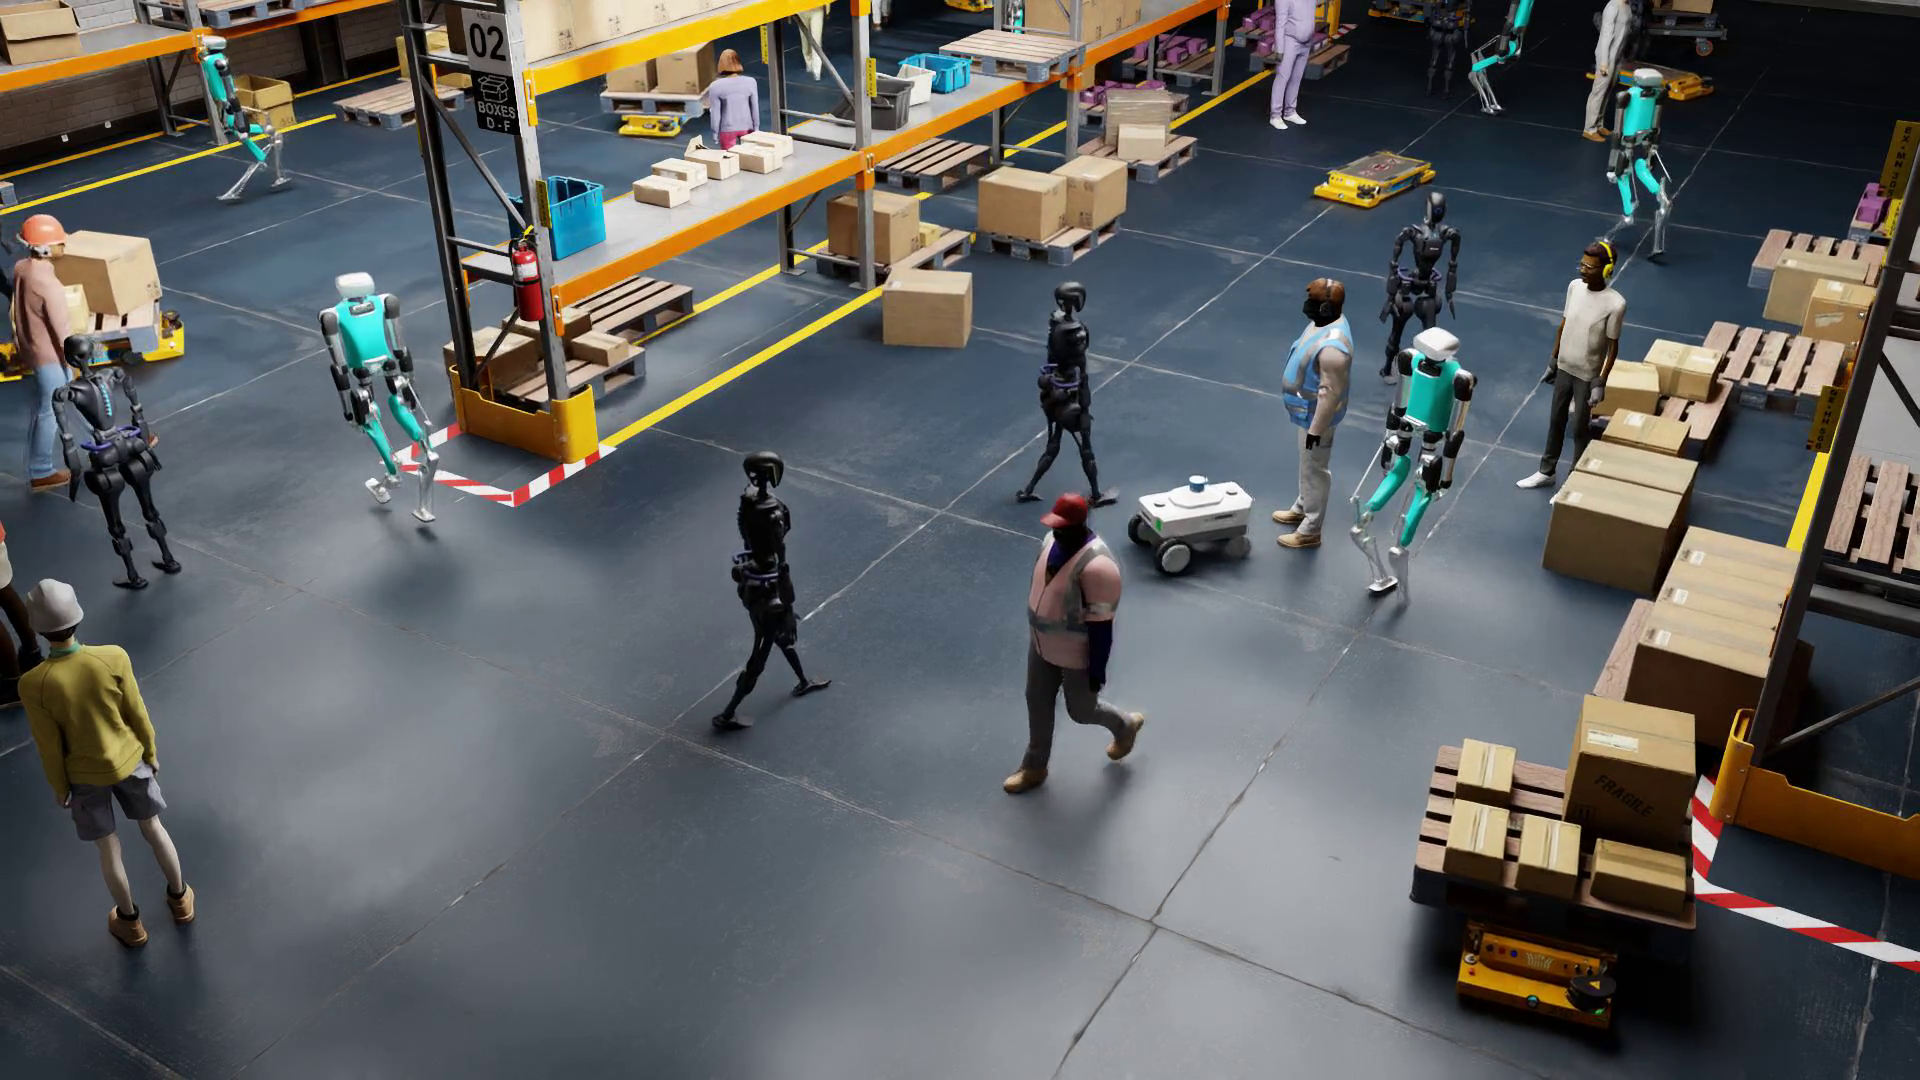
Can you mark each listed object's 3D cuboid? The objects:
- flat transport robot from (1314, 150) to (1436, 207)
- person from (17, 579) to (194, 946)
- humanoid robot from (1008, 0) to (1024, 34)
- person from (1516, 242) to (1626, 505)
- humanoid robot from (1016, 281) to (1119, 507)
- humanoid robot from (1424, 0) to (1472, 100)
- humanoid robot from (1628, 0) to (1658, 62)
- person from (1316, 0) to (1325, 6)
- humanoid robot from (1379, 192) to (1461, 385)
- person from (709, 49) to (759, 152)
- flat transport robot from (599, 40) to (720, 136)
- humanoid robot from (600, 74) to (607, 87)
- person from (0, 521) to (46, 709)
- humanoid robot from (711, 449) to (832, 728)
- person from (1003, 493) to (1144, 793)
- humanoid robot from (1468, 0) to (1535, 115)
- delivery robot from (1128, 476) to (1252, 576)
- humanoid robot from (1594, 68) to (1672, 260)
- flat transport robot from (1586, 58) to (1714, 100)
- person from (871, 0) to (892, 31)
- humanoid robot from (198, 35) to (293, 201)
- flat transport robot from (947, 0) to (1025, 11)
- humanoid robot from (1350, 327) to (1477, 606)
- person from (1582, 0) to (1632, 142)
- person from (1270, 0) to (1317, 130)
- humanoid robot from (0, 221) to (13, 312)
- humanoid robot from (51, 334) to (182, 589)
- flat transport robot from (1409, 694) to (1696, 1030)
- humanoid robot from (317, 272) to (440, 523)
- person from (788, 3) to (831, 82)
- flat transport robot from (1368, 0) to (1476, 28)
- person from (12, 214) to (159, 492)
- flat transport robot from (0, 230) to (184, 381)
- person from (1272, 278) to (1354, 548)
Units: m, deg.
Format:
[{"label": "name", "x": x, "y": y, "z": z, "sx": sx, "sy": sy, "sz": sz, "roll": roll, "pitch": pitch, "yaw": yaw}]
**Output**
[{"label": "flat transport robot", "x": 4.449, "y": -3.865, "z": 17.779, "sx": 0.659, "sy": 0.231, "sz": 1.431, "roll": 24, "pitch": 37, "yaw": 36}, {"label": "person", "x": -3.851, "y": 1.020, "z": 7.492, "sx": 0.470, "sy": 1.892, "sz": 0.385, "roll": -23, "pitch": 37, "yaw": -34}, {"label": "humanoid robot", "x": 0.826, "y": -6.678, "z": 21.281, "sx": 0.552, "sy": 1.777, "sz": 0.988, "roll": 6, "pitch": 30, "yaw": 10}, {"label": "person", "x": 4.195, "y": -1.130, "z": 11.321, "sx": 0.329, "sy": 1.866, "sz": 0.510, "roll": -15, "pitch": 33, "yaw": -25}, {"label": "humanoid robot", "x": 0.727, "y": -0.995, "z": 11.325, "sx": 0.638, "sy": 1.648, "sz": 0.593, "roll": -12, "pitch": 32, "yaw": -20}, {"label": "humanoid robot", "x": 6.094, "y": -6.387, "z": 20.794, "sx": 0.315, "sy": 1.657, "sz": 0.599, "roll": -24, "pitch": 37, "yaw": -36}, {"label": "humanoid robot", "x": 8.861, "y": -6.822, "z": 21.572, "sx": 0.346, "sy": 1.646, "sz": 0.589, "roll": 19, "pitch": 34, "yaw": 29}, {"label": "person", "x": 5.501, "y": -9.179, "z": 25.606, "sx": 0.772, "sy": 1.812, "sz": 0.654, "roll": 20, "pitch": 35, "yaw": 31}, {"label": "humanoid robot", "x": 3.568, "y": -1.892, "z": 12.887, "sx": 0.602, "sy": 1.625, "sz": 0.750, "roll": -4, "pitch": 30, "yaw": -6}, {"label": "person", "x": -2.282, "y": -4.156, "z": 16.914, "sx": 0.498, "sy": 1.628, "sz": 0.290, "roll": -9, "pitch": 31, "yaw": -15}, {"label": "flat transport robot", "x": -3.570, "y": -5.139, "z": 20.033, "sx": 0.659, "sy": 0.231, "sz": 1.431, "roll": 4, "pitch": 30, "yaw": 7}, {"label": "humanoid robot", "x": -4.529, "y": -6.500, "z": 21.059, "sx": 0.530, "sy": 1.889, "sz": 0.740, "roll": 22, "pitch": 36, "yaw": 34}, {"label": "person", "x": -5.498, "y": 0.023, "z": 9.191, "sx": 0.381, "sy": 1.957, "sz": 0.602, "roll": -4, "pitch": 30, "yaw": -7}, {"label": "humanoid robot", "x": -1.061, "y": 0.257, "z": 9.106, "sx": 0.789, "sy": 1.620, "sz": 0.610, "roll": -15, "pitch": 33, "yaw": -24}, {"label": "person", "x": 0.608, "y": 0.514, "z": 8.553, "sx": 0.747, "sy": 1.731, "sz": 0.608, "roll": -19, "pitch": 34, "yaw": -29}, {"label": "humanoid robot", "x": 6.422, "y": -5.970, "z": 19.874, "sx": 0.735, "sy": 1.677, "sz": 0.533, "roll": 24, "pitch": 37, "yaw": 36}, {"label": "delivery robot", "x": 1.519, "y": -0.134, "z": 10.879, "sx": 0.773, "sy": 0.586, "sz": 0.499, "roll": -9, "pitch": 31, "yaw": -16}, {"label": "humanoid robot", "x": 6.474, "y": -3.461, "z": 15.618, "sx": 0.532, "sy": 1.779, "sz": 1.020, "roll": -9, "pitch": 31, "yaw": -16}, {"label": "flat transport robot", "x": 8.904, "y": -5.954, "z": 21.474, "sx": 0.659, "sy": 0.231, "sz": 1.431, "roll": -20, "pitch": 35, "yaw": -31}, {"label": "person", "x": -1.161, "y": -8.451, "z": 24.270, "sx": 0.684, "sy": 1.873, "sz": 1.050, "roll": -2, "pitch": 30, "yaw": -3}, {"label": "humanoid robot", "x": -7.327, "y": -4.363, "z": 17.206, "sx": 1.043, "sy": 1.751, "sz": 0.543, "roll": -25, "pitch": 38, "yaw": -37}, {"label": "flat transport robot", "x": 0.554, "y": -8.463, "z": 25.913, "sx": 1.431, "sy": 0.231, "sz": 0.659, "roll": -22, "pitch": 36, "yaw": -34}, {"label": "humanoid robot", "x": 2.679, "y": -0.364, "z": 10.164, "sx": 0.686, "sy": 1.869, "sz": 0.546, "roll": -21, "pitch": 36, "yaw": -32}, {"label": "person", "x": 7.501, "y": -5.575, "z": 19.152, "sx": 0.350, "sy": 1.898, "sz": 0.568, "roll": 21, "pitch": 36, "yaw": 33}, {"label": "person", "x": 3.954, "y": -5.824, "z": 19.583, "sx": 0.651, "sy": 1.905, "sz": 0.406, "roll": -24, "pitch": 37, "yaw": -36}, {"label": "humanoid robot", "x": -8.443, "y": -2.606, "z": 14.142, "sx": 0.584, "sy": 1.639, "sz": 0.428, "roll": -14, "pitch": 32, "yaw": -24}, {"label": "humanoid robot", "x": -5.294, "y": -0.501, "z": 10.394, "sx": 0.334, "sy": 1.651, "sz": 0.589, "roll": 16, "pitch": 33, "yaw": 26}, {"label": "flat transport robot", "x": 2.789, "y": 1.701, "z": 7.933, "sx": 0.659, "sy": 0.231, "sz": 1.431, "roll": 10, "pitch": 31, "yaw": 18}, {"label": "humanoid robot", "x": -3.759, "y": -0.860, "z": 10.983, "sx": 0.533, "sy": 1.737, "sz": 1.007, "roll": -23, "pitch": 37, "yaw": -34}, {"label": "person", "x": -1.973, "y": -6.921, "z": 21.723, "sx": 0.582, "sy": 1.701, "sz": 0.910, "roll": -2, "pitch": 30, "yaw": -4}, {"label": "flat transport robot", "x": 6.910, "y": -7.882, "z": 24.884, "sx": 0.659, "sy": 0.231, "sz": 1.431, "roll": -26, "pitch": 39, "yaw": -38}, {"label": "person", "x": -6.267, "y": -1.318, "z": 11.586, "sx": 0.926, "sy": 1.929, "sz": 0.629, "roll": -23, "pitch": 37, "yaw": -35}, {"label": "flat transport robot", "x": -7.225, "y": -1.615, "z": 13.798, "sx": 1.431, "sy": 0.231, "sz": 0.659, "roll": -11, "pitch": 31, "yaw": -19}, {"label": "person", "x": 2.289, "y": -0.825, "z": 10.803, "sx": 0.430, "sy": 1.845, "sz": 0.618, "roll": 3, "pitch": 30, "yaw": 6}]
